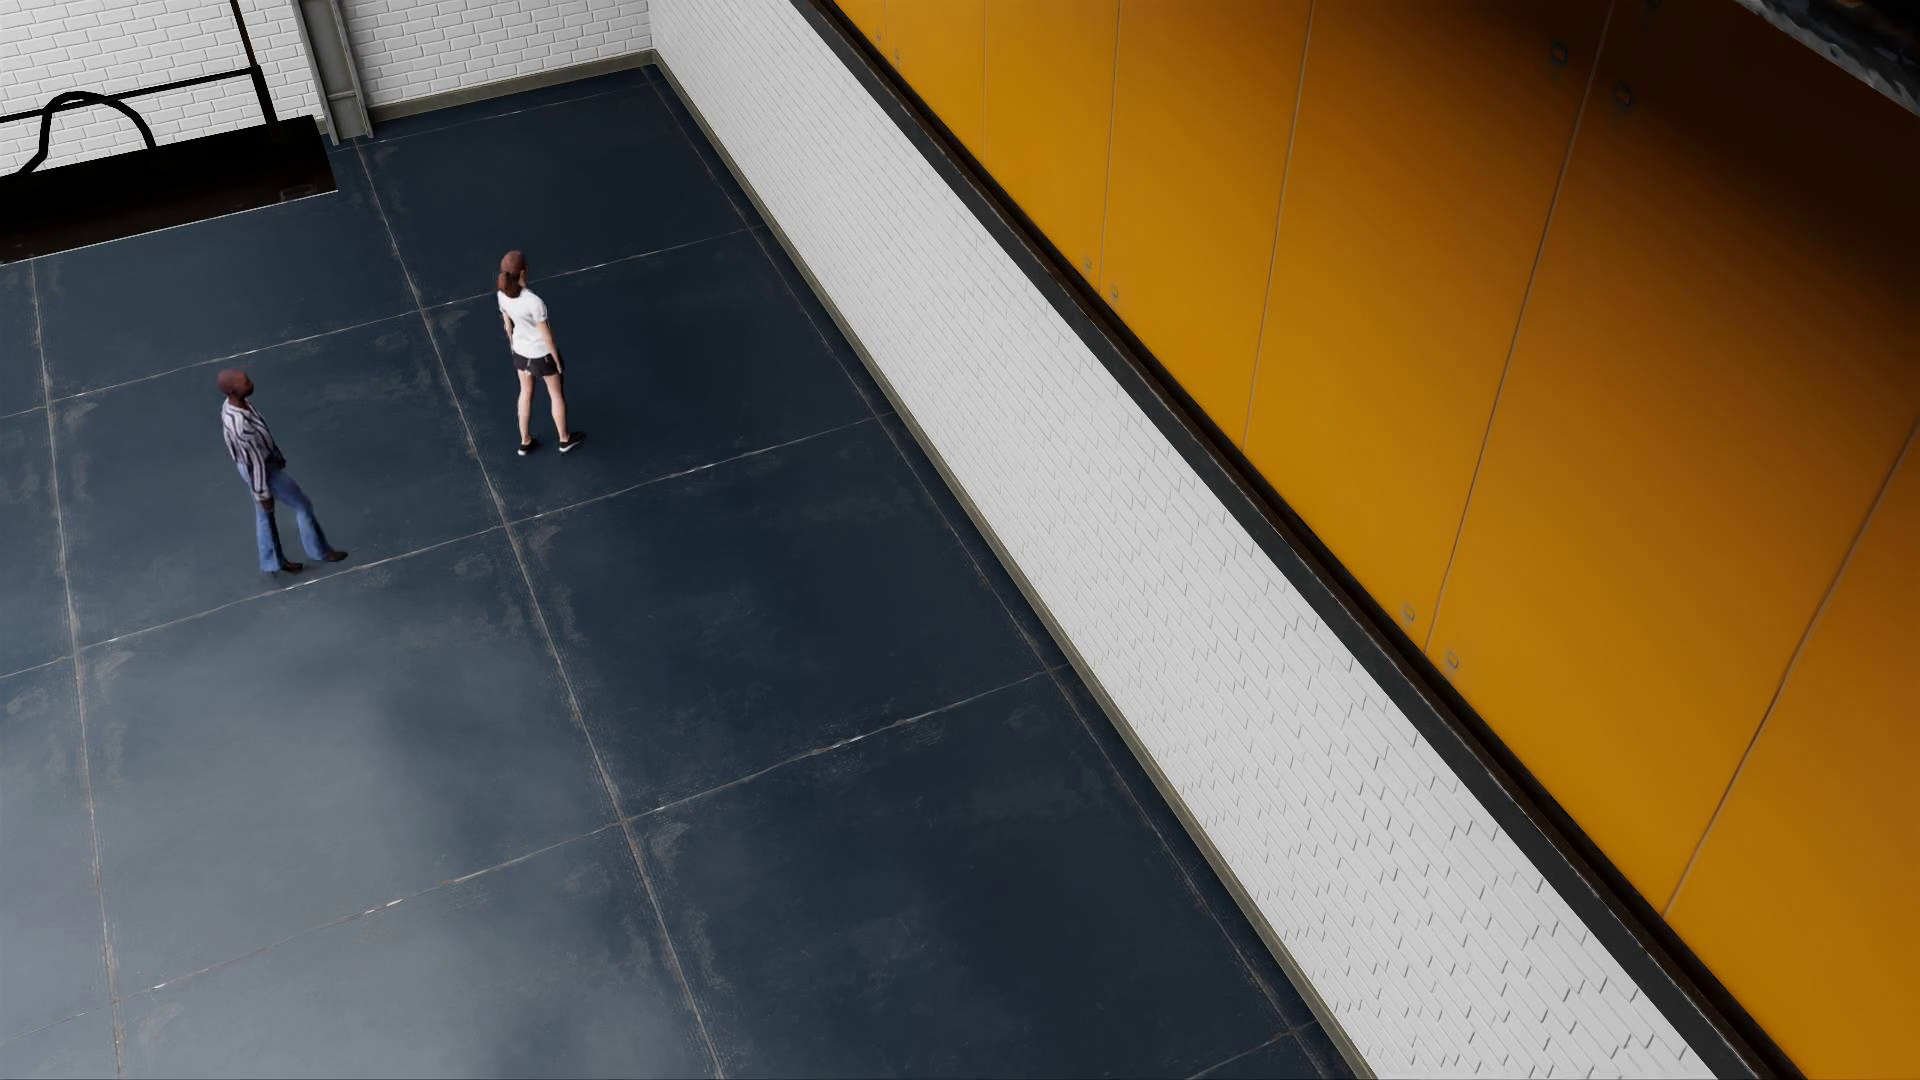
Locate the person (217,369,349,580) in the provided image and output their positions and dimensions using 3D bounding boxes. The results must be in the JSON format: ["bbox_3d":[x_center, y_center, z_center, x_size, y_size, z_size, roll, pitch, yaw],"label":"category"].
[{"bbox_3d":[-4.861,-0.404,11.395,0.829,1.774,0.700,-22,48,-21],"label":"person"}]

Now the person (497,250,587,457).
[{"bbox_3d":[-3.203,-1.385,12.439,0.778,1.755,0.844,21,47,20],"label":"person"}]
